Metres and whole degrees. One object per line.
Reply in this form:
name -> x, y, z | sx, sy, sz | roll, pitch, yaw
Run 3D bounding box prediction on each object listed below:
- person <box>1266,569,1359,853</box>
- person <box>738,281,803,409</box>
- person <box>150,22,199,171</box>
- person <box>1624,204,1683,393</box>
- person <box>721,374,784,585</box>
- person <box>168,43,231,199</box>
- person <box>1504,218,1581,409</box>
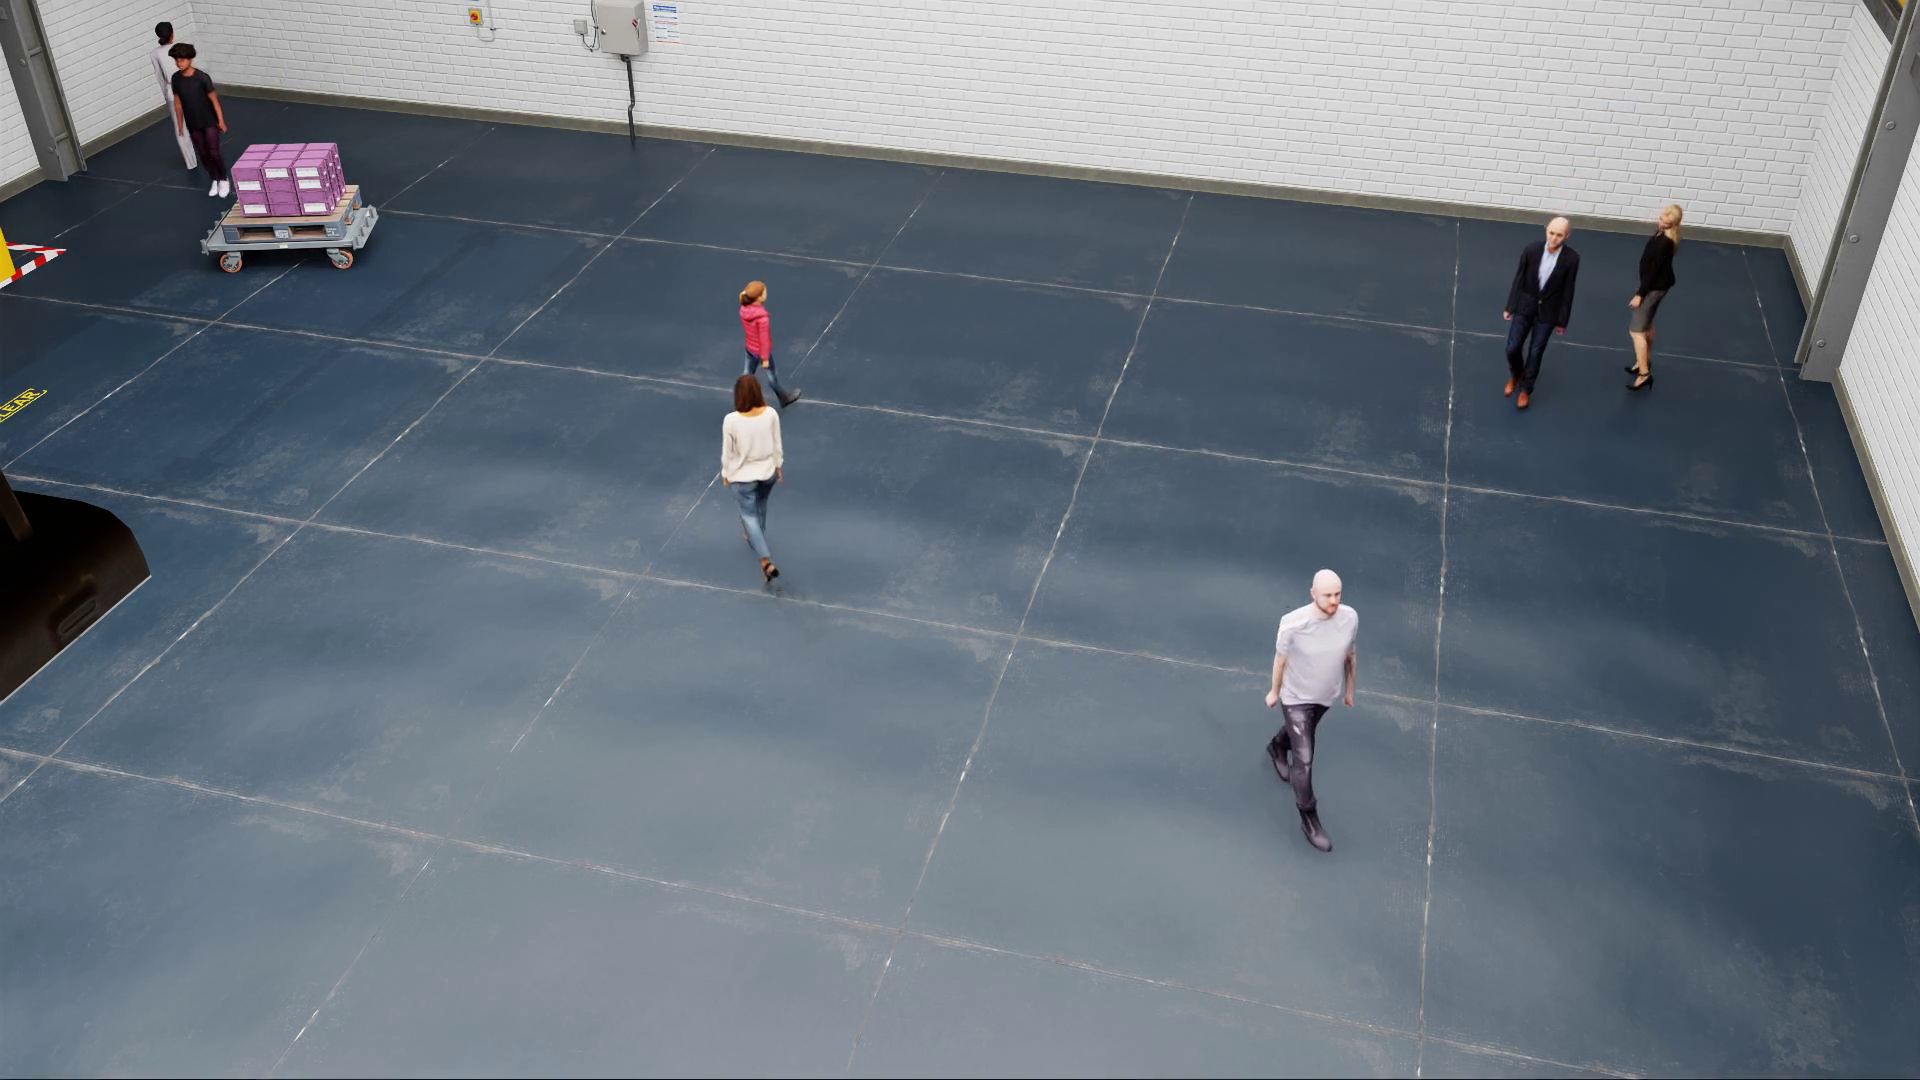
person -> 2.139, 0.911, 10.329 | 1.115, 1.787, 1.328 | -9, 35, -14
person -> -1.830, -1.635, 14.613 | 0.952, 1.285, 0.829 | -25, 41, -33
person -> -9.178, -5.248, 19.641 | 0.706, 1.737, 0.692 | -5, 34, -8
person -> 6.246, -2.180, 14.969 | 0.769, 1.799, 0.588 | 24, 41, 32
person -> -1.537, -0.447, 12.496 | 1.005, 1.650, 1.116 | -15, 36, -21
person -> -8.605, -4.812, 18.956 | 0.692, 1.770, 0.662 | 3, 34, 4
person -> 5.155, -2.061, 14.799 | 0.771, 1.789, 0.722 | 15, 37, 22
